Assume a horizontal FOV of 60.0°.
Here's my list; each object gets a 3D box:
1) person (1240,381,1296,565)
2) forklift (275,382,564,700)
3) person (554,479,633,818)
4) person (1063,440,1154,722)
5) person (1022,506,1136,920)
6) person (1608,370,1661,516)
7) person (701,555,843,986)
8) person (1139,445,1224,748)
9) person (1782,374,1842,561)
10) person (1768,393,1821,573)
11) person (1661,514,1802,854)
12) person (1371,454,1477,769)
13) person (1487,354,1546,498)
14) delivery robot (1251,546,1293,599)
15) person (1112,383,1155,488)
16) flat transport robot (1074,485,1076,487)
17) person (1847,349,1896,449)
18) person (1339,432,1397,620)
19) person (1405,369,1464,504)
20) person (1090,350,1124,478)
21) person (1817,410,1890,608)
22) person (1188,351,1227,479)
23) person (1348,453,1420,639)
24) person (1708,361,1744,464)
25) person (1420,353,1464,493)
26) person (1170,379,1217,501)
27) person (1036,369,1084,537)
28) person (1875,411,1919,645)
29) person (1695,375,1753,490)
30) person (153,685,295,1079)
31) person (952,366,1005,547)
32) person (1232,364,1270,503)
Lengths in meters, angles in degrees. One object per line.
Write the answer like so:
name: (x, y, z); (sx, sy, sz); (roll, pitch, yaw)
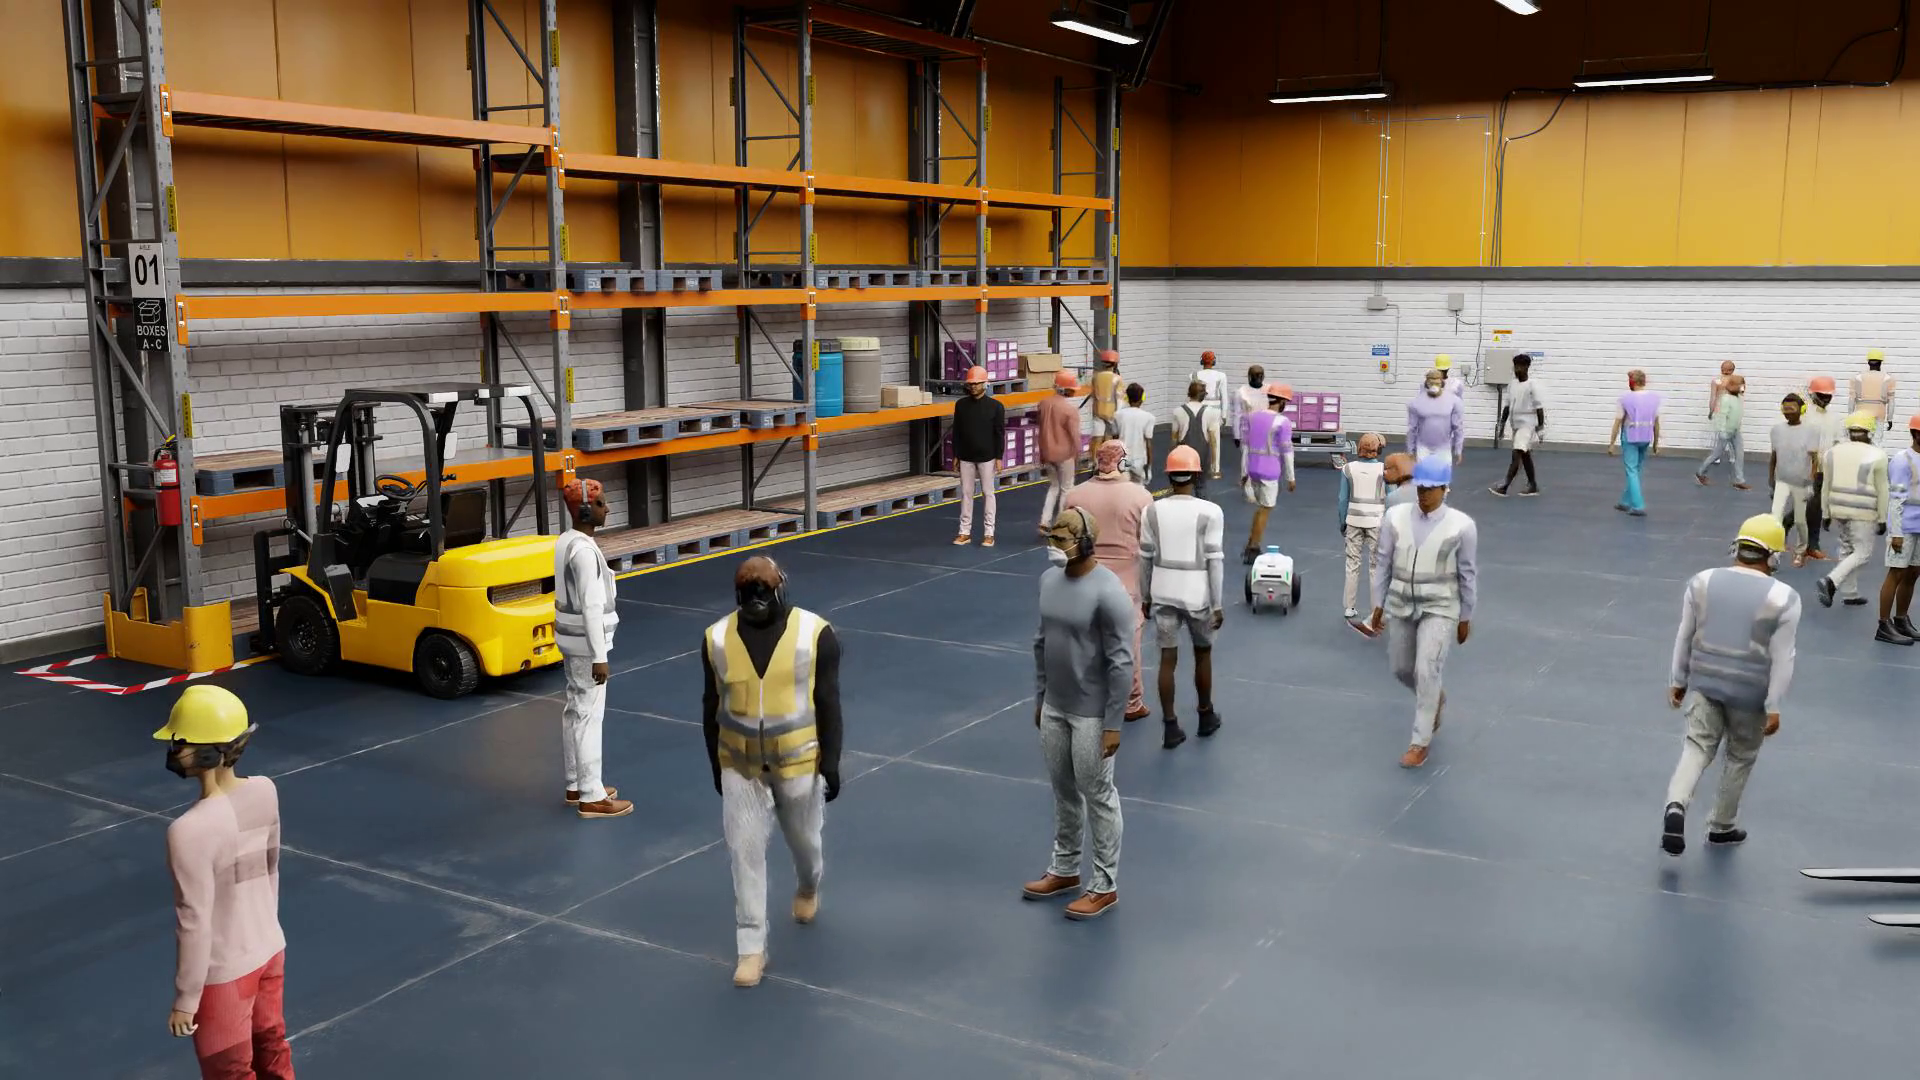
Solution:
person: (3.186, -0.687, 17.172); (0.528, 1.906, 0.579); (-6, 11, -33)
forklift: (-3.974, -0.067, 12.417); (2.313, 2.155, 1.214); (5, 11, 30)
person: (-2.066, 0.597, 9.247); (0.356, 1.883, 0.573); (-4, 10, -26)
person: (1.022, 0.274, 11.213); (0.637, 1.901, 0.403); (3, 10, 19)
person: (0.560, 0.800, 7.801); (0.369, 1.938, 0.630); (-6, 11, -33)
person: (8.412, -1.216, 20.793); (0.589, 1.810, 0.801); (-2, 9, -12)
person: (-0.814, 0.945, 7.299); (0.629, 1.816, 0.831); (1, 9, 3)
person: (1.450, 0.342, 10.708); (0.575, 1.915, 0.735); (4, 10, 22)
person: (8.938, -0.763, 17.476); (0.637, 1.975, 0.534); (-4, 10, -24)
person: (8.412, -0.581, 16.786); (0.512, 1.831, 0.936); (8, 12, 40)
person: (3.904, 0.764, 8.492); (0.711, 1.796, 0.612); (-8, 12, -40)
person: (2.913, 0.403, 10.341); (0.618, 1.920, 0.796); (7, 12, 39)
person: (7.430, -1.519, 22.288); (0.954, 1.924, 0.634); (-3, 10, -17)
delivery robot: (2.813, 0.295, 14.966); (0.477, 0.478, 0.707); (2, 9, 13)
person: (1.893, -0.821, 18.359); (0.513, 1.822, 0.990); (3, 9, 16)
flat transport robot: (1.668, -0.527, 21.274); (0.652, 0.197, 1.431); (0, 9, 0)
person: (13.154, -1.793, 24.029); (0.592, 1.923, 0.381); (5, 10, 29)
person: (3.542, -0.116, 14.451); (0.521, 1.639, 0.311); (6, 11, 33)
person: (5.536, -1.052, 19.430); (0.671, 1.913, 0.561); (3, 10, 18)
person: (2.192, -1.861, 24.603); (0.547, 1.888, 0.981); (5, 10, 27)
person: (7.905, -0.254, 14.779); (0.694, 1.808, 0.588); (-4, 10, -25)
person: (3.633, -1.835, 24.426); (0.576, 1.882, 0.355); (1, 9, 9)
person: (3.487, 0.091, 13.304); (0.882, 1.576, 0.514); (8, 12, 41)
person: (12.115, -2.016, 26.318); (0.515, 1.636, 0.314); (1, 9, 7)
person: (6.601, -1.606, 22.883); (0.585, 1.918, 0.386); (3, 10, 17)
person: (2.630, -0.903, 18.792); (0.488, 1.828, 0.477); (0, 9, -1)
person: (1.139, -0.951, 18.717); (0.452, 1.945, 0.656); (-8, 12, -41)
person: (7.745, -0.104, 13.494); (0.540, 1.930, 0.386); (-5, 10, -28)
person: (10.763, -1.526, 23.360); (0.515, 1.604, 0.806); (-6, 11, -31)
person: (-2.264, 1.311, 5.140); (0.300, 1.772, 0.528); (1, 9, 5)
person: (0.189, -0.922, 18.369); (0.608, 1.996, 0.379); (3, 10, 20)
person: (3.880, -1.399, 21.876); (0.645, 1.824, 0.457); (-2, 9, -12)
